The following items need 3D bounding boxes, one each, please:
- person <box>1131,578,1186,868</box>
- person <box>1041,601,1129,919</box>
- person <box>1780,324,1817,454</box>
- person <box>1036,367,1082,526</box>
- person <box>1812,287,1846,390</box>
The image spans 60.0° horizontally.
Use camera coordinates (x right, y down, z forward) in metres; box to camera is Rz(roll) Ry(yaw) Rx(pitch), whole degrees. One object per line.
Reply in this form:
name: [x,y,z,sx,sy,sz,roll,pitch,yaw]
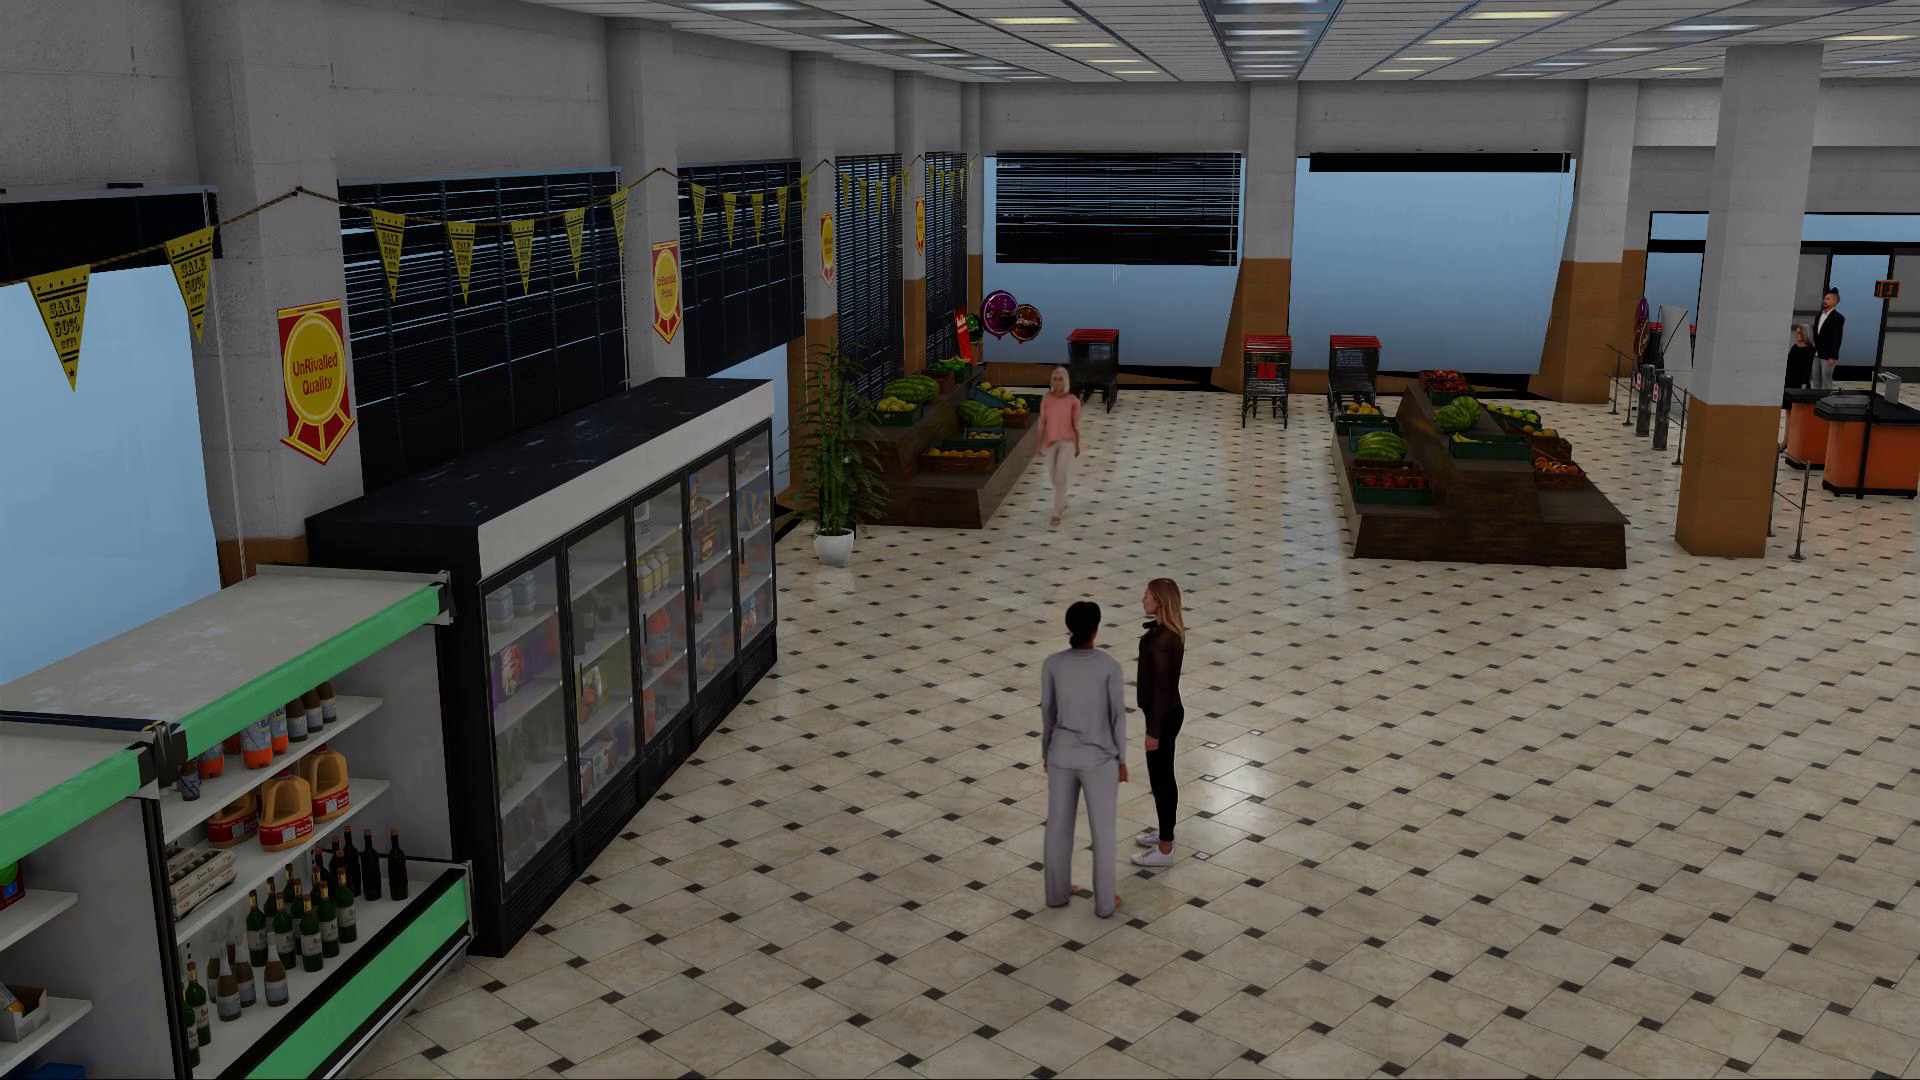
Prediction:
person: [1.173,1.044,9.630,0.675,1.704,0.442,3,14,13]
person: [0.664,1.179,9.019,0.680,1.731,0.623,6,15,24]
person: [11.116,-2.006,22.113,0.739,1.747,0.627,-3,14,-13]
person: [1.115,-1.045,18.290,0.715,1.682,1.169,5,14,18]
person: [13.090,-2.843,25.138,0.843,1.948,0.683,-3,14,-11]
